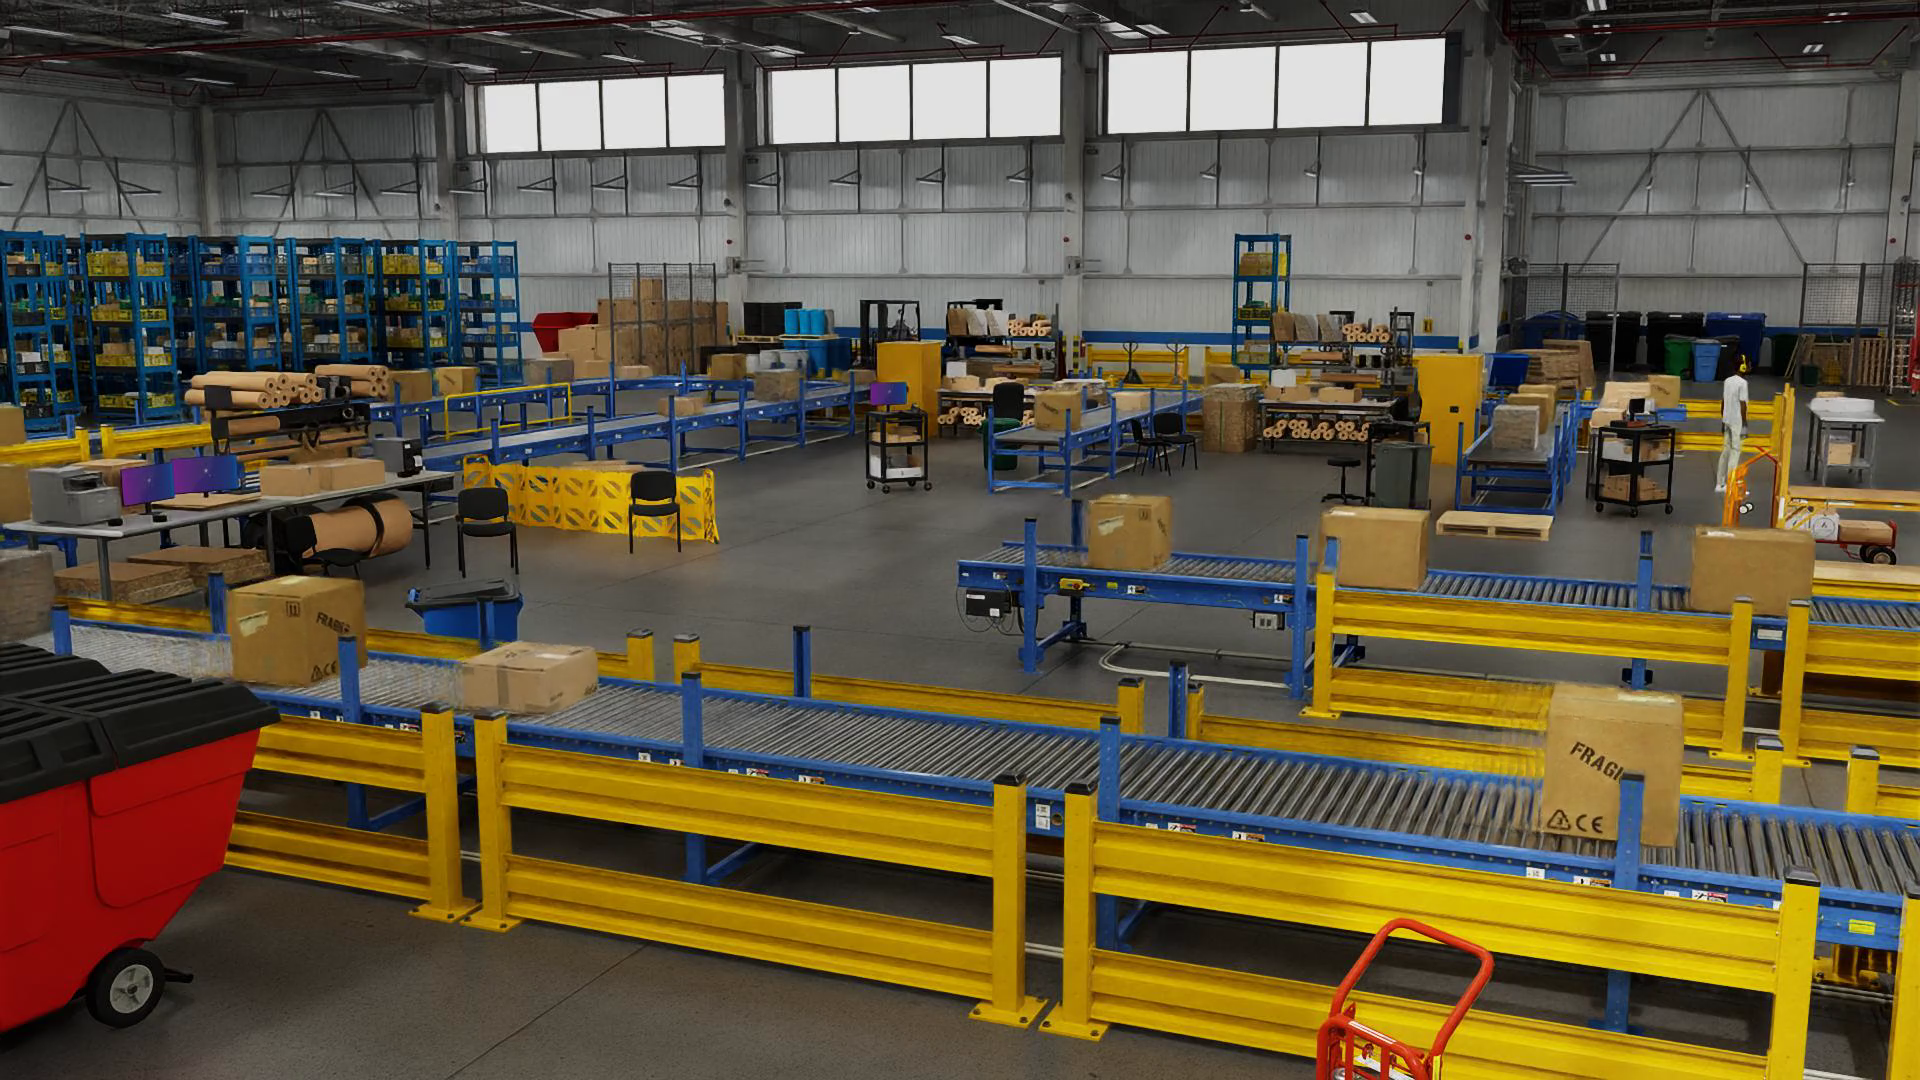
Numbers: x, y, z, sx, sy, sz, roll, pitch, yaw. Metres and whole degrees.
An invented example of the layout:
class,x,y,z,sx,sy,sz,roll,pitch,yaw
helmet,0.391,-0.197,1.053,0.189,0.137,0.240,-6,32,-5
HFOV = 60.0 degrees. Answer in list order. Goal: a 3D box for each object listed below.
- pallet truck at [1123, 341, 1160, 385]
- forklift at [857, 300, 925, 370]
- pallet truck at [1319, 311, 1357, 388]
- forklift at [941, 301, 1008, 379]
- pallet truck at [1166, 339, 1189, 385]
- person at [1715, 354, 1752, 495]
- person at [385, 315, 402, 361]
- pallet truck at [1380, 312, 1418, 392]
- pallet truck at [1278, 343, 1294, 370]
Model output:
class,x,y,z,sx,sy,sz,roll,pitch,yaw
pallet truck,4.445,-4.380,41.279,0.680,1.201,1.601,4,10,22
forklift,-1.732,-5.109,42.468,1.157,1.987,2.680,4,10,22
pallet truck,9.071,-4.419,39.190,0.823,1.965,1.885,5,10,26
forklift,0.365,-4.966,41.571,1.157,1.987,2.680,3,10,20
pallet truck,5.418,-4.269,40.420,0.704,1.261,1.522,3,10,20
person,10.297,-1.532,22.089,0.311,1.869,0.530,-1,9,-5
person,-16.218,-5.821,47.743,0.608,1.986,0.400,5,11,27
pallet truck,10.207,-4.283,38.369,0.823,1.965,1.885,3,10,20
pallet truck,7.886,-4.163,39.743,0.653,1.274,1.630,4,10,22
